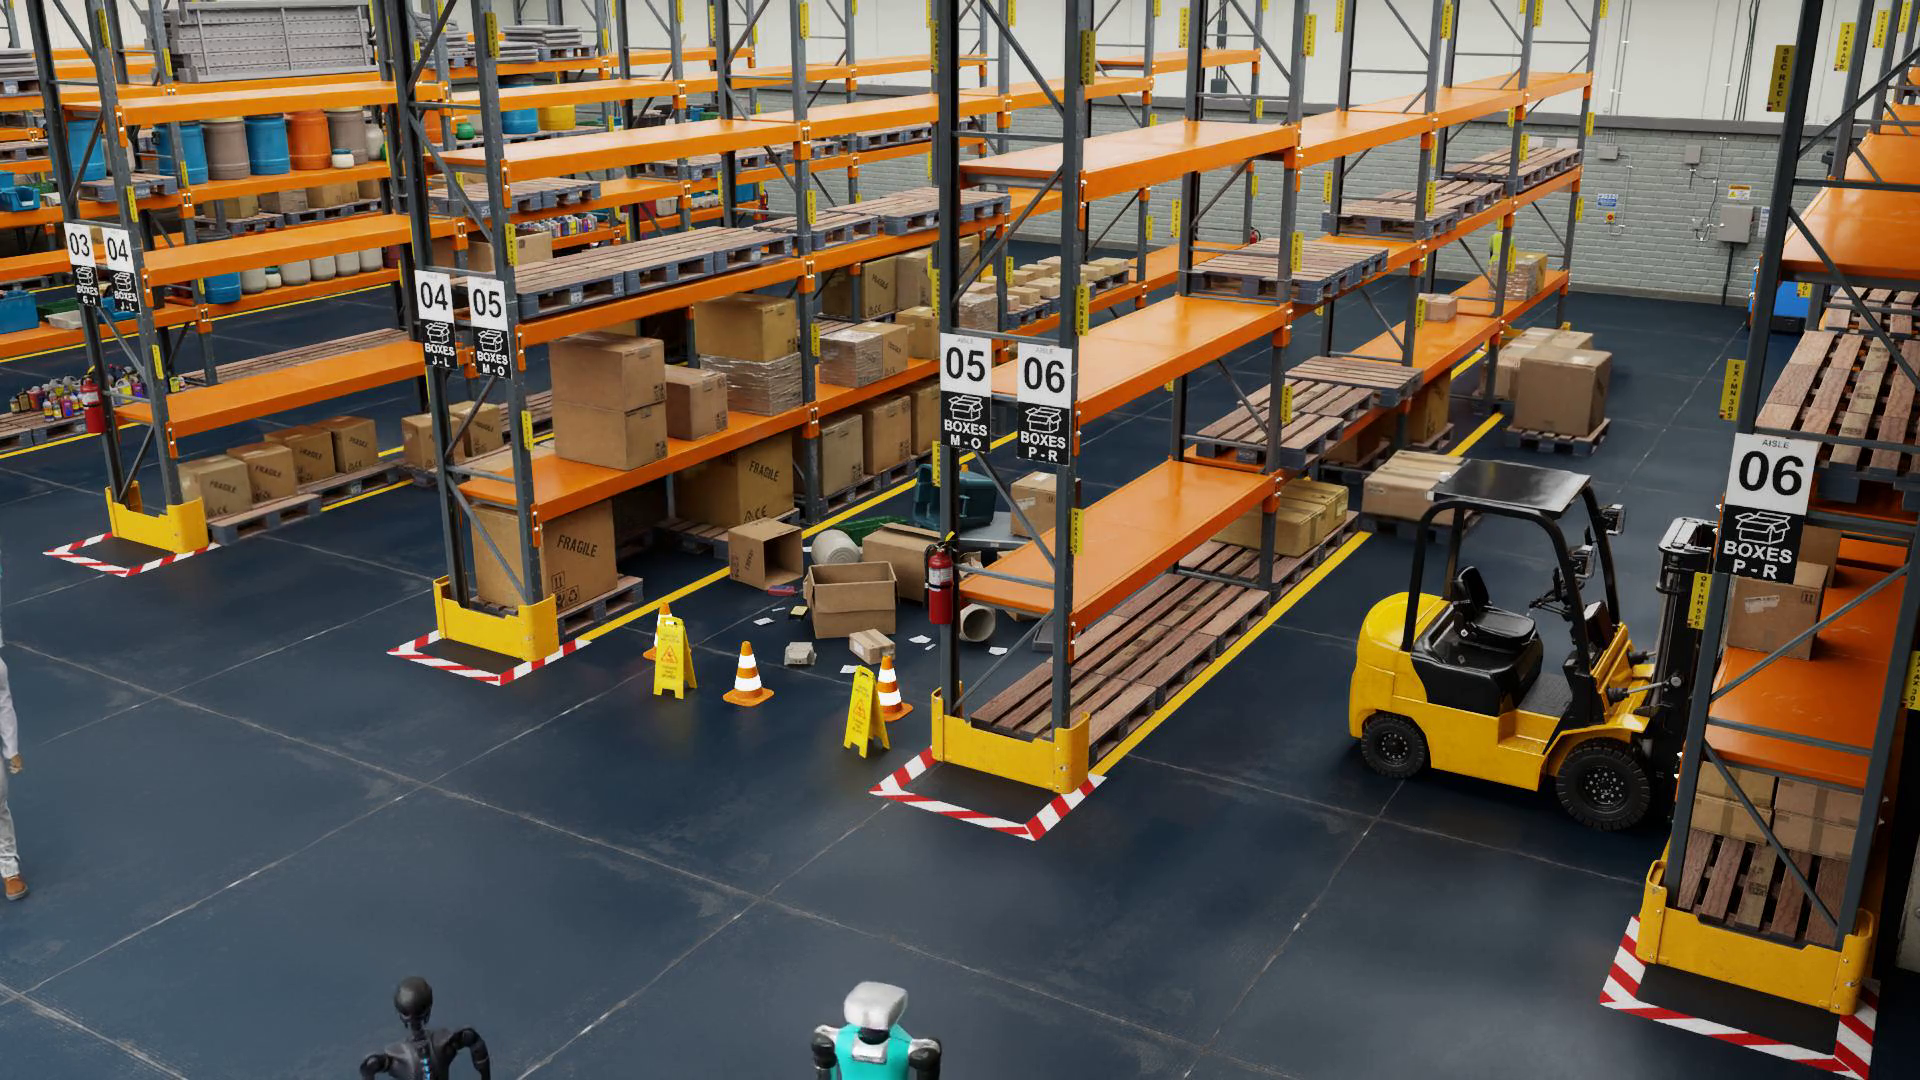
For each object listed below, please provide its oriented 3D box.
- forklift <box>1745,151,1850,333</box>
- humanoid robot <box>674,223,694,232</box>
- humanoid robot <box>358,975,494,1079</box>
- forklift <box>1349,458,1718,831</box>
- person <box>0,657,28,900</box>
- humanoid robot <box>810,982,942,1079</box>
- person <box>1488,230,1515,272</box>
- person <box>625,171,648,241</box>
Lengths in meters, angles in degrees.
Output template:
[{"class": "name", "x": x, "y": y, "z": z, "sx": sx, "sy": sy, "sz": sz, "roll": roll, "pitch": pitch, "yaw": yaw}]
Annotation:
[{"class": "forklift", "x": 13.620, "y": -4.667, "z": 26.137, "sx": 1.873, "sy": 2.768, "sz": 1.129, "roll": 11, "pitch": 22, "yaw": 29}, {"class": "humanoid robot", "x": -6.041, "y": -7.529, "z": 36.251, "sx": 0.584, "sy": 1.633, "sz": 0.648, "roll": -16, "pitch": 25, "yaw": -39}, {"class": "humanoid robot", "x": -2.174, "y": 2.590, "z": 6.982, "sx": 0.626, "sy": 1.631, "sz": 0.410, "roll": -10, "pitch": 22, "yaw": -27}, {"class": "forklift", "x": 3.988, "y": 0.658, "z": 11.776, "sx": 2.313, "sy": 2.155, "sz": 1.214, "roll": 11, "pitch": 22, "yaw": 29}, {"class": "person", "x": -6.103, "y": 1.338, "z": 10.200, "sx": 0.627, "sy": 1.936, "sz": 0.378, "roll": -10, "pitch": 22, "yaw": -27}, {"class": "humanoid robot", "x": -0.279, "y": 2.554, "z": 7.058, "sx": 0.531, "sy": 1.820, "sz": 0.771, "roll": 4, "pitch": 19, "yaw": 11}, {"class": "person", "x": 8.936, "y": -4.506, "z": 27.454, "sx": 0.317, "sy": 1.695, "sz": 0.539, "roll": -9, "pitch": 21, "yaw": -24}, {"class": "person", "x": -6.631, "y": -6.709, "z": 33.725, "sx": 0.595, "sy": 1.752, "sz": 0.790, "roll": 3, "pitch": 19, "yaw": 9}]
